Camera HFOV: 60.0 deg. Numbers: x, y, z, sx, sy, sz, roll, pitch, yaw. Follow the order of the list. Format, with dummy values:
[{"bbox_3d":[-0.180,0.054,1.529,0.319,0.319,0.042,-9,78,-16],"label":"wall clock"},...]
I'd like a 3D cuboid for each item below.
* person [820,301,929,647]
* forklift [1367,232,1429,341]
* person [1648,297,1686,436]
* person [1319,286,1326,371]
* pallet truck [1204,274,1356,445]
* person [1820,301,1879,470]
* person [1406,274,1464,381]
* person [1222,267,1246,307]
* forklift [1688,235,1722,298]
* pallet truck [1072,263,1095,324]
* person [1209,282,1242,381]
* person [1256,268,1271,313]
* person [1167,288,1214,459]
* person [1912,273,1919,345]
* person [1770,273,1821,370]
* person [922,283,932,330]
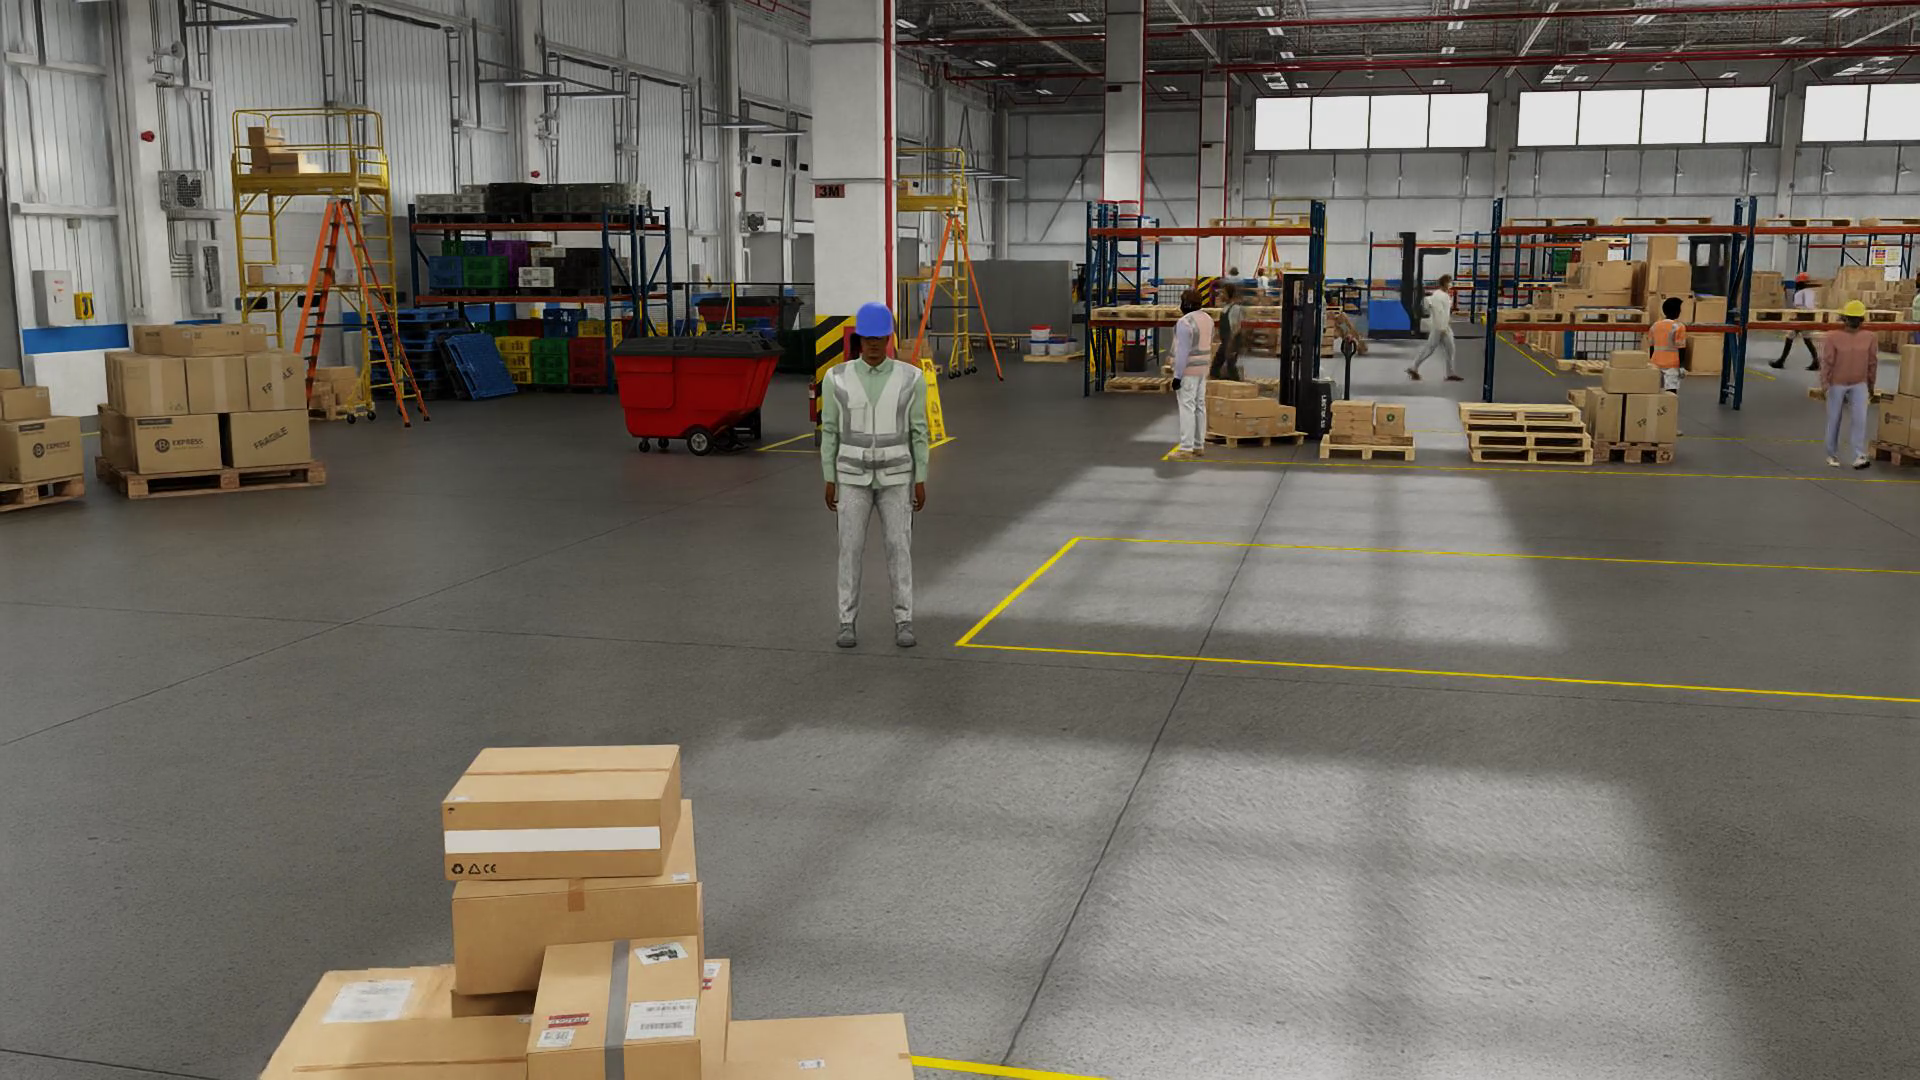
[{"bbox_3d":[-0.474,-0.352,9.265,0.603,1.938,0.425,0,10,-2],"label":"person"},{"bbox_3d":[11.610,-6.594,43.226,1.873,2.768,1.129,2,10,14],"label":"forklift"},{"bbox_3d":[8.647,-2.114,20.332,0.317,1.695,0.540,-4,11,-23],"label":"person"},{"bbox_3d":[6.840,-4.117,32.012,0.484,1.738,0.322,-3,10,-19],"label":"person"},{"bbox_3d":[3.653,-2.138,19.590,1.885,1.965,0.823,-4,10,-20],"label":"pallet truck"},{"bbox_3d":[9.122,-1.576,17.040,0.550,1.723,0.879,2,10,14],"label":"person"},{"bbox_3d":[8.416,-3.751,29.395,0.953,1.905,0.634,8,12,38],"label":"person"},{"bbox_3d":[7.752,-6.749,47.022,0.659,1.897,0.931,4,10,21],"label":"person"},{"bbox_3d":[21.960,-7.617,49.252,1.873,2.768,1.129,-4,11,-24],"label":"forklift"},{"bbox_3d":[4.325,-8.180,55.162,0.823,1.965,1.885,6,11,31],"label":"pallet truck"},{"bbox_3d":[3.757,-2.742,23.664,0.562,1.829,0.507,-3,10,-16],"label":"person"},{"bbox_3d":[9.850,-7.888,53.879,0.583,1.859,0.807,-9,13,-43],"label":"person"},{"bbox_3d":[2.488,-1.797,18.040,0.429,1.843,0.628,7,12,36],"label":"person"},{"bbox_3d":[18.173,-4.111,31.439,0.392,1.920,0.589,3,10,17],"label":"person"},{"bbox_3d":[16.314,-4.227,32.231,0.566,1.886,1.008,-5,11,-29],"label":"person"},{"bbox_3d":[-0.889,-7.320,50.307,0.544,1.929,0.388,-7,12,-37],"label":"person"}]
